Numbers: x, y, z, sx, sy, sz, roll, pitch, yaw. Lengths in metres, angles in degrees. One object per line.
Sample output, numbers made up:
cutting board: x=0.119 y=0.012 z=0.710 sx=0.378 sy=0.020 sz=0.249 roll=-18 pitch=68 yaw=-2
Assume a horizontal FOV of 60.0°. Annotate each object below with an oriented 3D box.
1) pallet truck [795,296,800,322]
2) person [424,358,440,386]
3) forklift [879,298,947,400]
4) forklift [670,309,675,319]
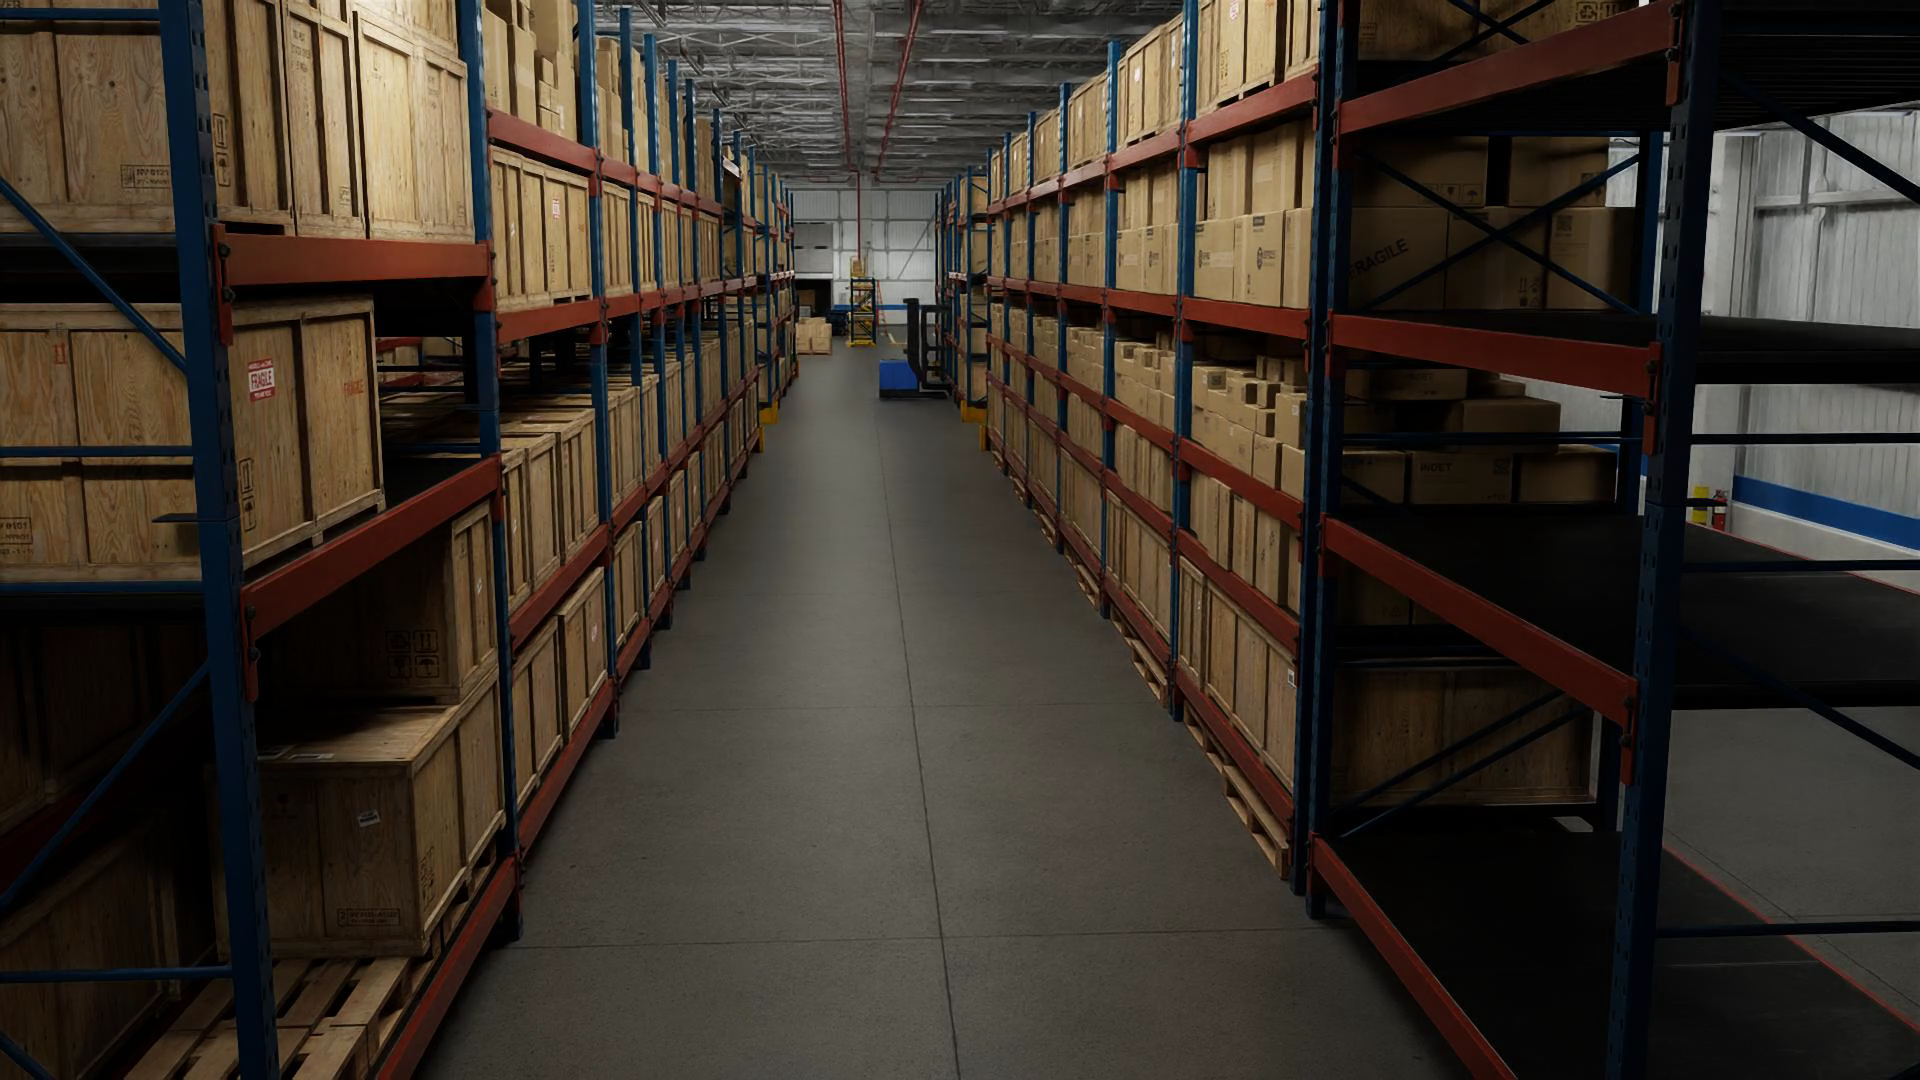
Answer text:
pallet truck: x=-8.622 y=-12.439 z=91.403 sx=1.885 sy=1.965 sz=0.823 roll=2 pitch=10 yaw=13
person: x=-10.762 y=-2.756 z=33.880 sx=0.492 sy=1.887 sz=0.662 roll=-1 pitch=10 yaw=-3
forklift: x=-1.330 y=-5.354 z=46.452 sx=1.873 sy=2.768 sz=1.129 roll=-1 pitch=10 yaw=-3
forklift: x=-9.866 y=-7.433 z=58.868 sx=1.873 sy=2.768 sz=1.129 roll=-9 pitch=13 yaw=-43
